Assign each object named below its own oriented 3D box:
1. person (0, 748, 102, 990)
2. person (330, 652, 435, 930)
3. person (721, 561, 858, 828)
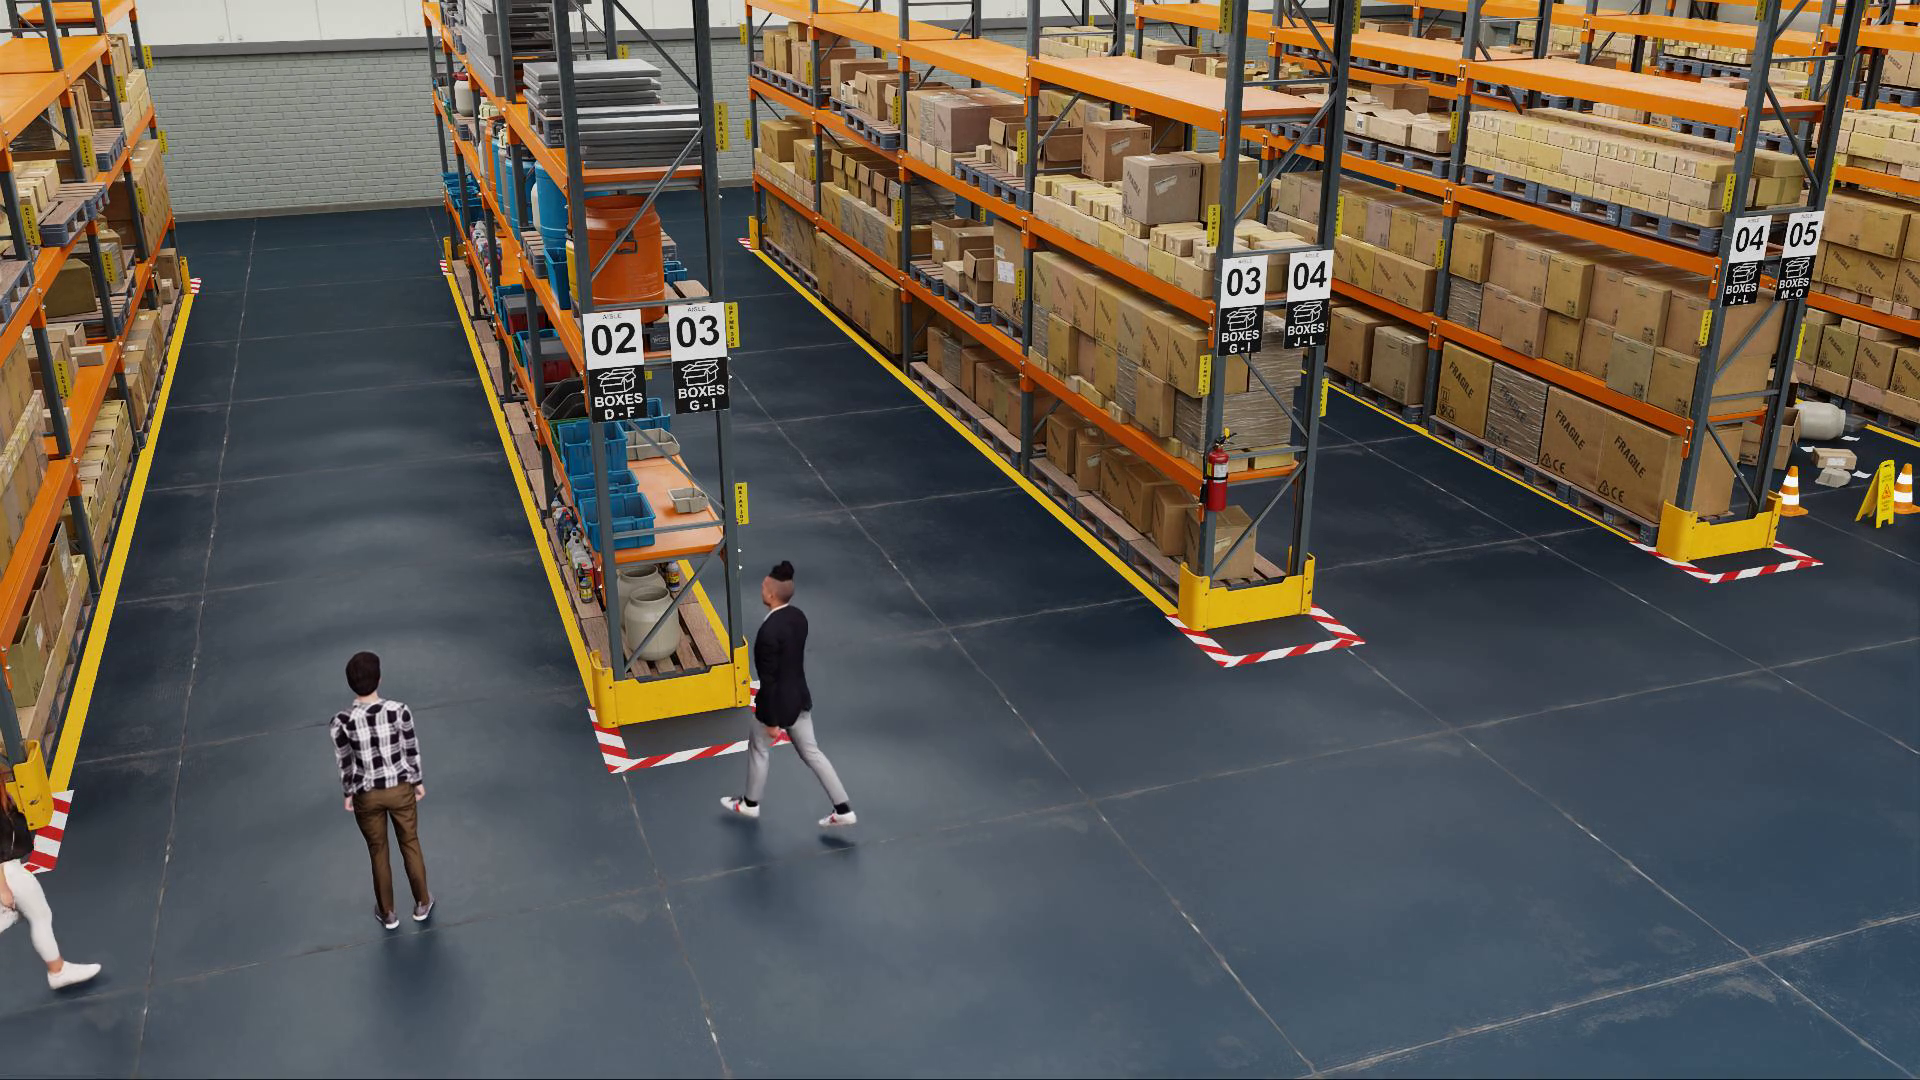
[{"bbox_3d":[-5.427,1.866,9.270,0.861,1.678,1.055,-16,27,-34],"label":"person"},{"bbox_3d":[-3.464,1.499,9.995,0.631,1.808,0.529,-9,24,-21],"label":"person"},{"bbox_3d":[-1.067,1.073,10.905,1.322,1.906,1.264,10,24,23],"label":"person"}]
